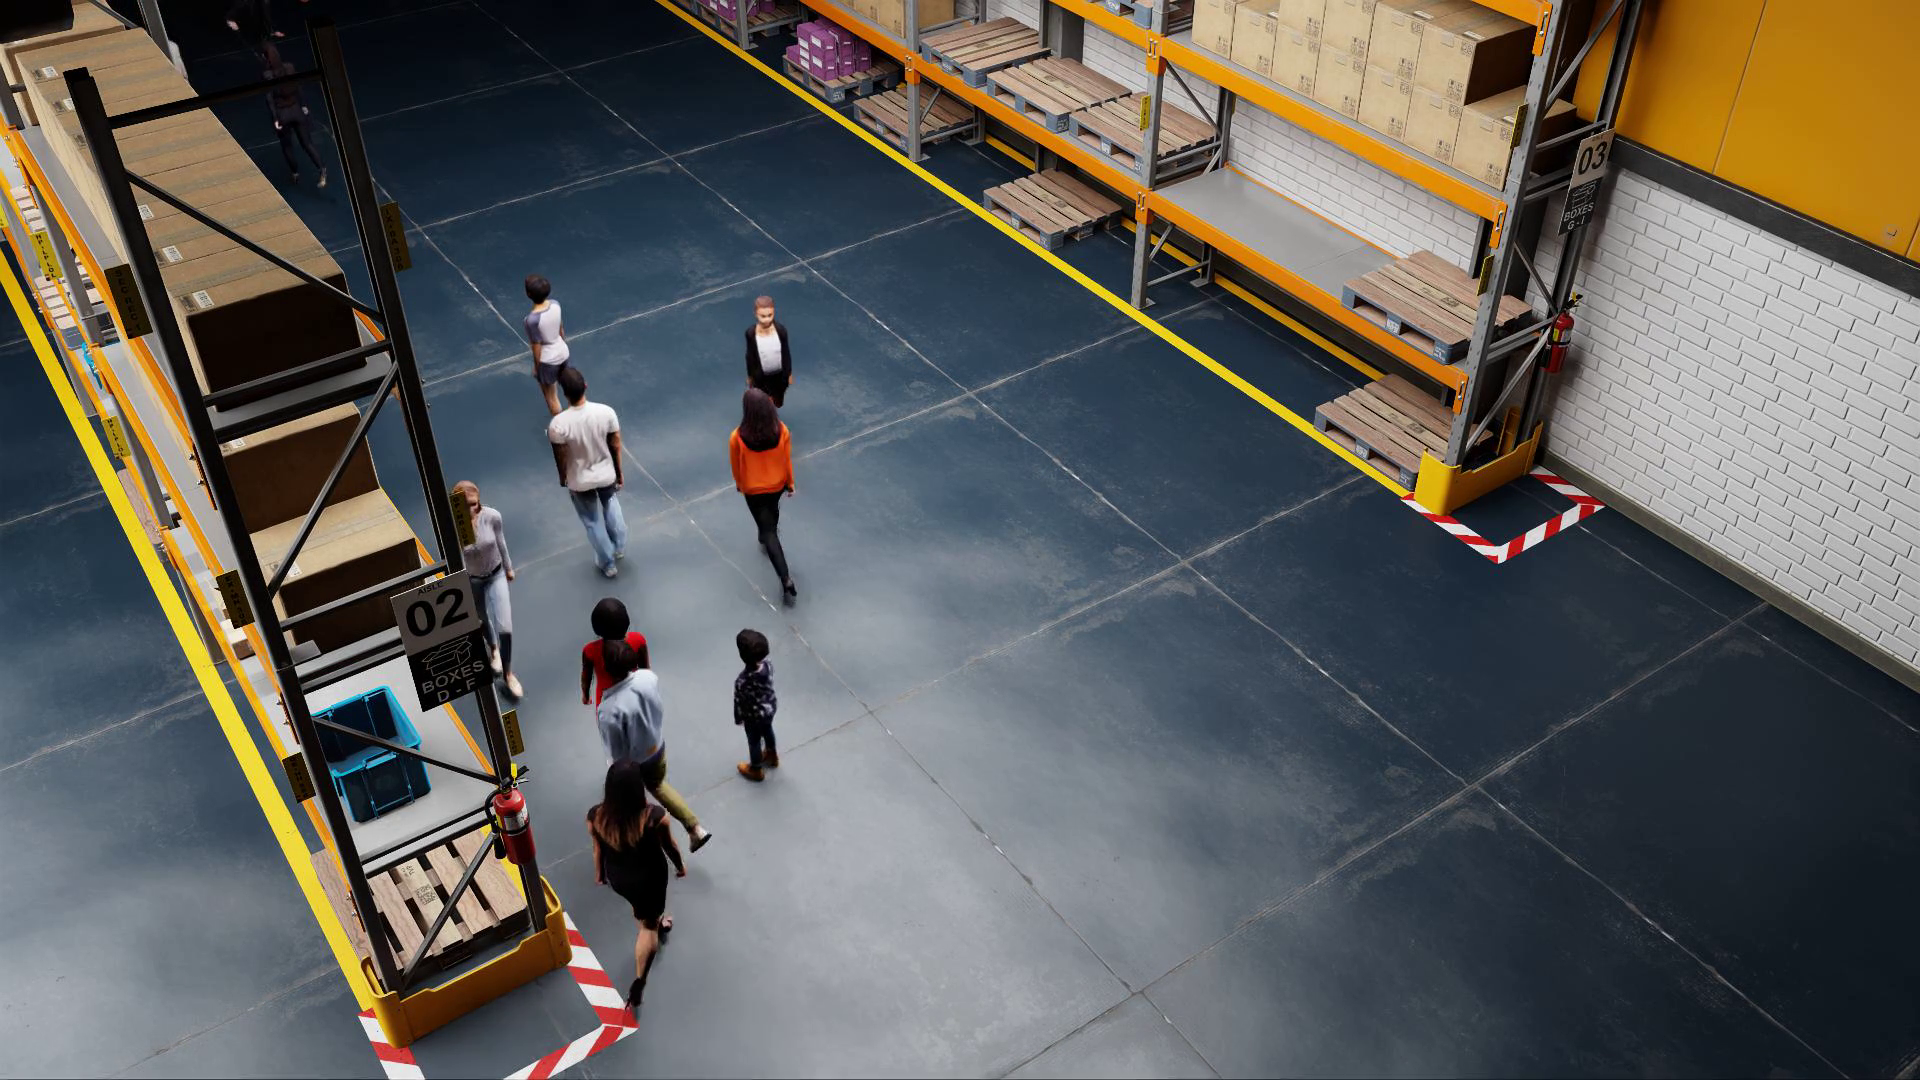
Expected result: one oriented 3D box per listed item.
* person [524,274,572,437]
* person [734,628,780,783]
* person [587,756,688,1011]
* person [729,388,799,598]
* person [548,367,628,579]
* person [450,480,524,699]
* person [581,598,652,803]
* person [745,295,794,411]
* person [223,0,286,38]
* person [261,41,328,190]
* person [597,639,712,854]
[{"bbox_3d":[-3.548,-1.602,14.404,0.658,1.565,0.647,18,42,22],"label":"person"},{"bbox_3d":[-1.358,1.111,11.260,0.580,1.249,0.560,24,45,27],"label":"person"},{"bbox_3d":[-1.904,2.040,9.752,1.064,1.679,1.126,6,39,8],"label":"person"},{"bbox_3d":[-1.458,-0.334,12.706,0.673,1.703,1.144,-18,42,-21],"label":"person"},{"bbox_3d":[-2.801,-0.454,12.741,0.692,1.846,0.677,-20,43,-23],"label":"person"},{"bbox_3d":[-3.442,0.247,11.923,0.728,1.772,0.903,-15,41,-17],"label":"person"},{"bbox_3d":[-2.162,1.168,10.824,0.639,1.703,1.087,-20,43,-23],"label":"person"},{"bbox_3d":[-1.651,-1.468,14.265,0.772,1.529,1.040,-8,39,-10],"label":"person"},{"bbox_3d":[-9.283,-7.368,21.399,1.117,1.846,1.003,11,40,13],"label":"person"},{"bbox_3d":[-7.200,-4.532,17.975,1.016,1.687,0.682,30,48,32],"label":"person"},{"bbox_3d":[-1.958,1.382,10.486,1.089,1.792,0.923,19,42,22],"label":"person"}]
